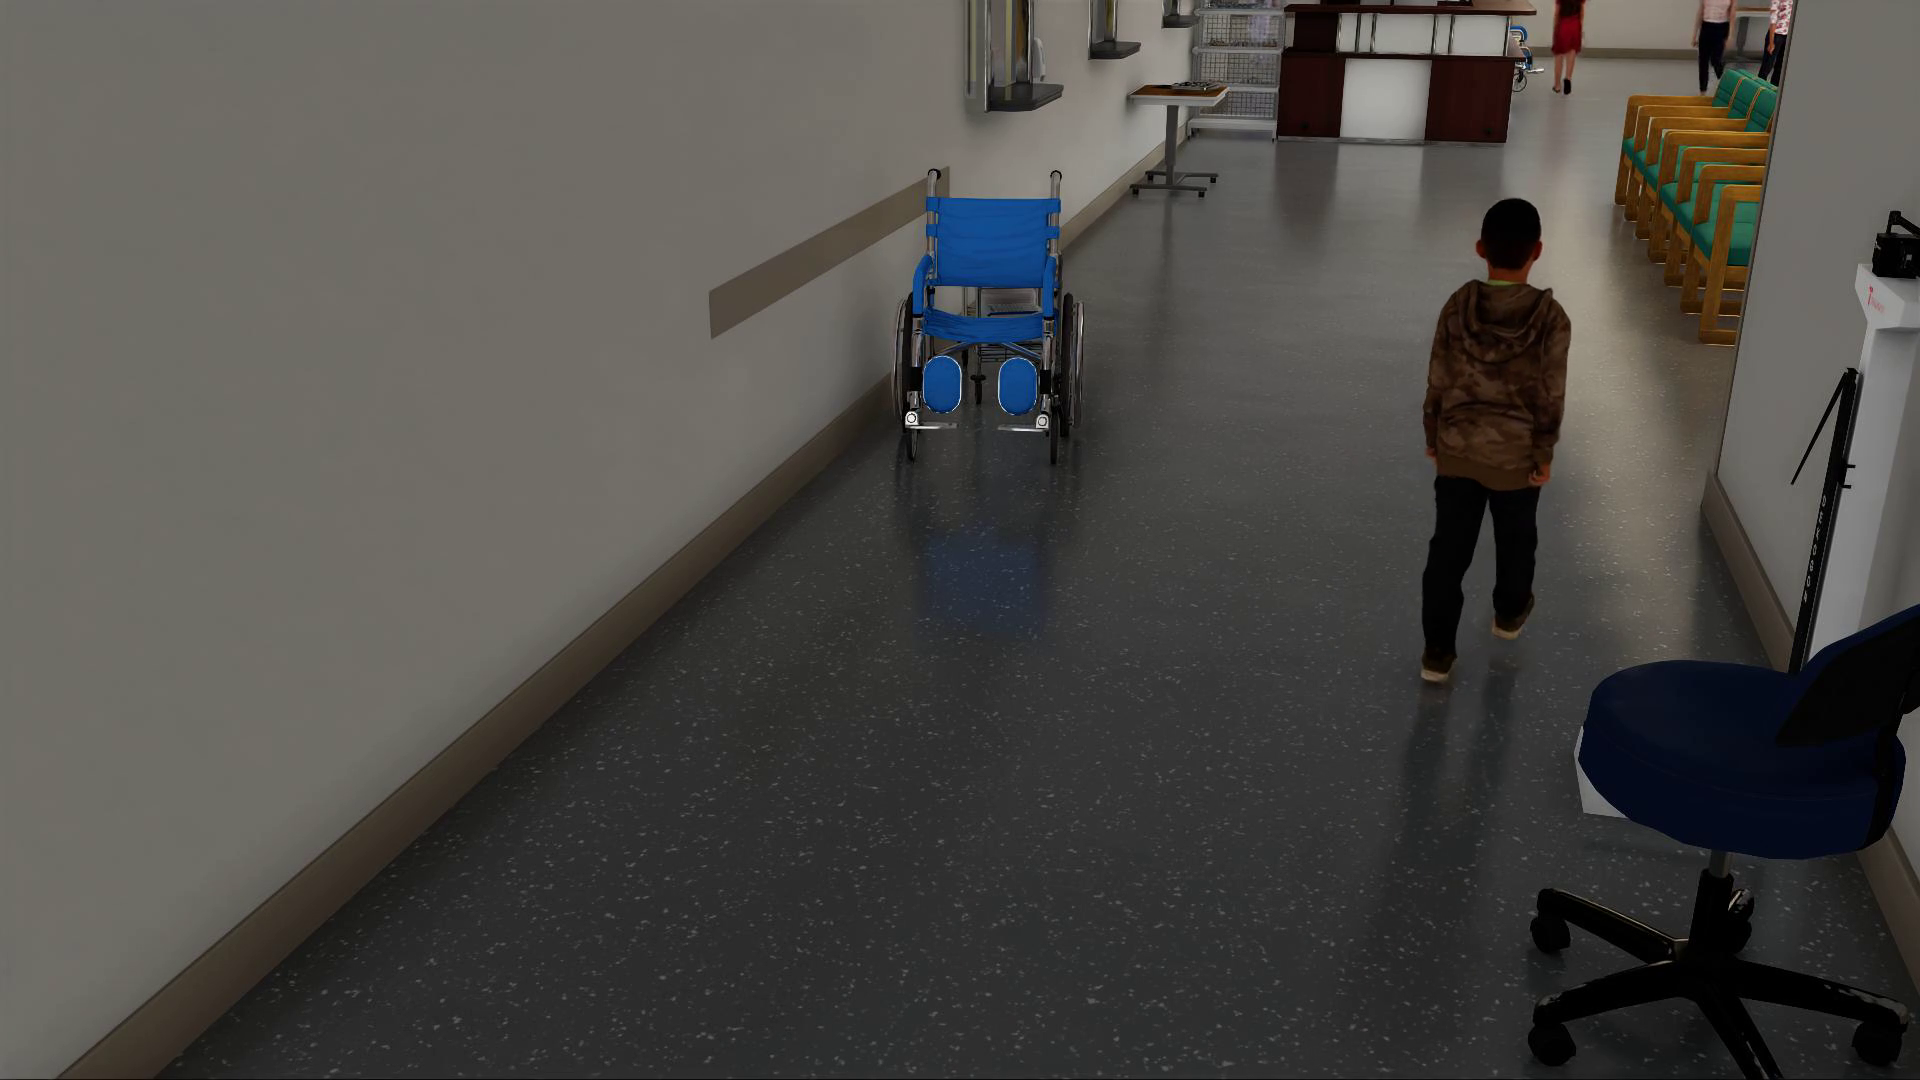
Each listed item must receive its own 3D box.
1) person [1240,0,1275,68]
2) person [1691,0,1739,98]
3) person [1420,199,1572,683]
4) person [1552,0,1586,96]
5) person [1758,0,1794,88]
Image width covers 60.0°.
[{"bbox_3d":[4.482,-8.066,24.912,1.248,1.897,1.004,-1,21,-3],"label":"person"},{"bbox_3d":[9.020,-6.026,19.818,0.832,1.690,0.788,-19,28,-40],"label":"person"},{"bbox_3d":[1.558,-0.251,4.938,0.867,1.430,0.737,10,23,24],"label":"person"},{"bbox_3d":[7.718,-6.417,21.084,0.964,1.524,0.607,5,21,14],"label":"person"},{"bbox_3d":[9.603,-5.870,19.488,0.638,1.633,0.714,-9,23,-23],"label":"person"}]
